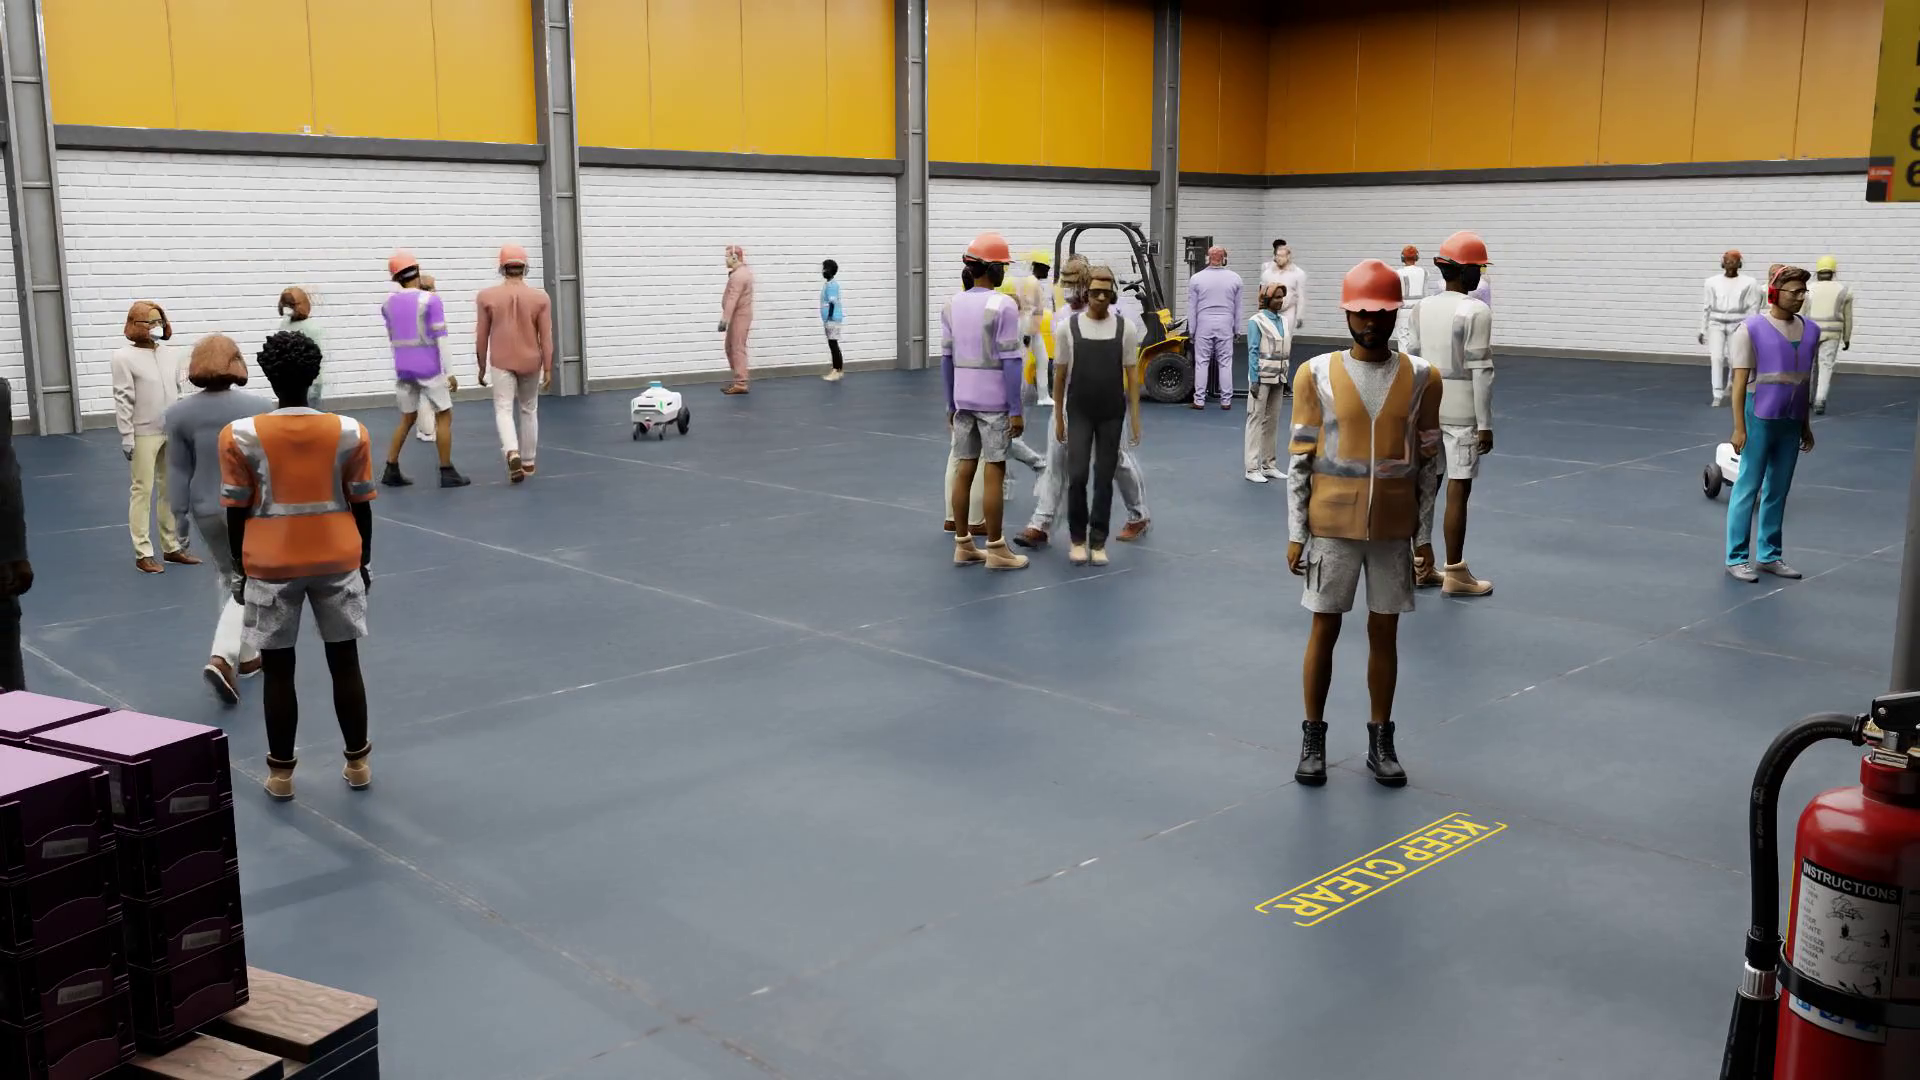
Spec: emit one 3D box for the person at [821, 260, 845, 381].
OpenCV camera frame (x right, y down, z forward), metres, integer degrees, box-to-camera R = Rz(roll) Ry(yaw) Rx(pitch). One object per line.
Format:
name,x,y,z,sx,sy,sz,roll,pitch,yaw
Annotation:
person,-1.765,-3.047,23.171,0.350,1.675,0.571,0,10,-3

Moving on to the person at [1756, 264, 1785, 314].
person,11.043,-2.924,22.591,0.514,1.637,0.315,6,12,30

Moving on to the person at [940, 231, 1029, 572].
person,0.156,-0.831,10.067,0.390,2.045,0.607,-10,14,-43

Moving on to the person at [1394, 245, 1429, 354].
person,6.100,-3.052,22.613,0.585,1.882,0.337,-5,11,-25

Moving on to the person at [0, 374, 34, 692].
person,-3.649,-0.005,5.972,0.608,1.897,0.812,0,10,2

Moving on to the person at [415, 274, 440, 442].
person,-5.246,-1.781,16.354,0.310,1.639,0.521,-5,11,-25

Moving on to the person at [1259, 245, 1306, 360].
person,4.456,-3.135,23.051,0.670,1.891,0.669,6,12,30

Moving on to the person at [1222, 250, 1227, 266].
person,3.633,-3.208,23.581,0.429,1.842,0.633,-4,11,-22

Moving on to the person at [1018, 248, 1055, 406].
person,0.750,-2.523,19.762,0.884,1.883,0.589,3,11,14

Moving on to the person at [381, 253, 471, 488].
person,-4.335,-1.344,13.306,0.620,1.889,0.469,4,11,21

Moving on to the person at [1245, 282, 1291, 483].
person,2.543,-1.300,13.723,0.513,1.641,0.309,-10,14,-44

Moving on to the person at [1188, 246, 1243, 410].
person,2.963,-2.458,19.340,0.639,1.900,0.401,0,10,1

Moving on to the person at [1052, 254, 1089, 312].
person,1.326,-2.150,17.873,0.771,1.814,0.657,-8,13,-37

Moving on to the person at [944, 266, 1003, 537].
person,0.088,-0.952,11.244,0.500,1.861,0.327,9,14,41

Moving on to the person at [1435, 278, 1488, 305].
person,5.444,-2.243,18.121,0.588,1.915,0.536,7,12,33

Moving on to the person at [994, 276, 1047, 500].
person,0.398,-1.131,12.582,0.496,1.732,0.488,-2,11,-11

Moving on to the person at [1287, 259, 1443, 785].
person,1.477,-0.051,6.104,0.552,1.937,0.356,1,10,4

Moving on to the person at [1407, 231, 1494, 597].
person,2.780,-0.703,9.369,0.378,2.045,0.605,-5,12,-26

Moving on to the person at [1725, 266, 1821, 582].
person,4.769,-0.681,9.791,0.570,1.842,0.377,-4,11,-19

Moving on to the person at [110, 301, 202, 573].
person,-4.869,-0.626,10.066,0.277,1.633,0.507,4,11,20

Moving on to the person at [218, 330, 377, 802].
person,-2.359,0.095,5.987,0.530,1.688,0.321,-7,12,-32

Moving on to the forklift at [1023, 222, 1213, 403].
forklift,1.935,-2.847,20.651,2.313,2.155,1.214,2,11,13

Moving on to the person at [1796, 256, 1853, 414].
person,9.844,-2.338,18.995,0.593,1.795,0.914,6,12,28

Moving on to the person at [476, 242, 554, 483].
person,-3.658,-1.457,13.697,0.617,1.971,0.896,-4,11,-20

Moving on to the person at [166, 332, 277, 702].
person,-3.255,-0.115,7.353,0.492,1.604,0.767,1,10,4

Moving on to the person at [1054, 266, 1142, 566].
person,0.845,-0.737,10.122,0.521,1.829,0.467,-1,10,-4

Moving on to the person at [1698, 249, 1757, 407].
person,9.116,-2.513,19.761,0.599,1.860,0.560,6,12,29

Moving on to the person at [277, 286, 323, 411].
person,-5.371,-1.252,13.505,0.529,1.611,0.492,8,13,37

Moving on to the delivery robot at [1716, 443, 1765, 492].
delivery robot,5.973,-0.586,12.537,0.477,0.478,0.707,1,11,8

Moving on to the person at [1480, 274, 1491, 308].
person,7.802,-3.483,25.290,0.533,1.768,0.311,7,12,33

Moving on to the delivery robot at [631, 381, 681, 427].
delivery robot,-3.051,-1.354,16.728,0.477,0.478,0.707,1,11,6

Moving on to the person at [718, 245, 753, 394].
person,-2.878,-2.806,21.235,0.479,1.897,0.665,-1,10,-7

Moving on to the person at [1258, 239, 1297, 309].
person,5.039,-3.788,26.408,0.604,1.965,0.367,4,11,19

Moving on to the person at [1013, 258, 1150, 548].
person,0.841,-0.880,10.847,1.052,1.891,0.641,-9,14,-41
